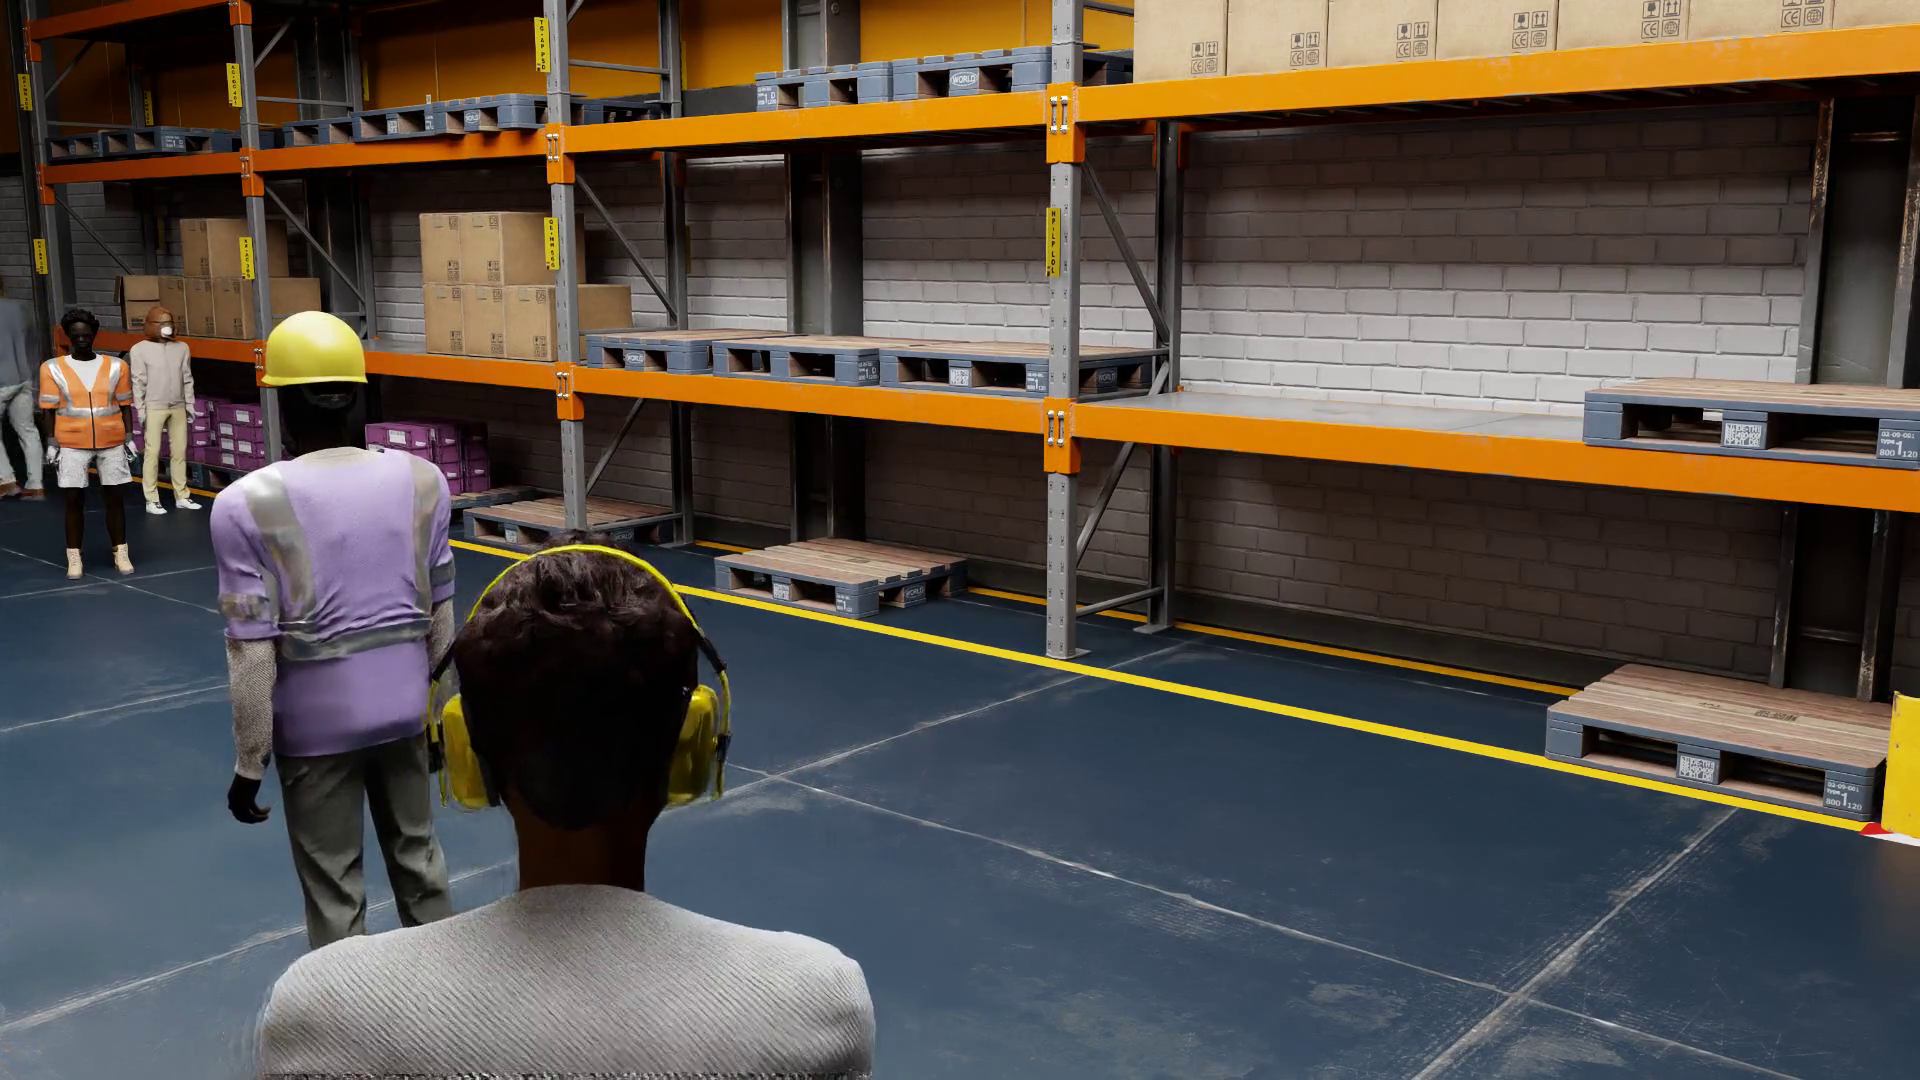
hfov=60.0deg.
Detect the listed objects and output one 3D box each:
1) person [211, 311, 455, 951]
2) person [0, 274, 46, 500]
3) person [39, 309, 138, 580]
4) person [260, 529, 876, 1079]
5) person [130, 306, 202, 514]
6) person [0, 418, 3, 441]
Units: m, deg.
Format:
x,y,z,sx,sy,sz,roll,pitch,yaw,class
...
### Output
x,y,z,sx,sy,sz,roll,pitch,yaw,class
-1.476,0.425,3.981,0.383,1.928,0.588,8,13,40,person
-7.841,-1.265,13.614,0.584,1.917,0.663,3,10,15,person
-5.481,-0.603,10.490,0.541,1.695,0.316,-7,12,-34,person
-0.330,0.923,1.428,0.534,1.841,0.425,-2,10,-9,person
-6.242,-1.017,13.060,0.285,1.626,0.493,6,12,31,person
-9.330,-1.585,15.687,0.404,1.837,0.595,9,14,43,person
